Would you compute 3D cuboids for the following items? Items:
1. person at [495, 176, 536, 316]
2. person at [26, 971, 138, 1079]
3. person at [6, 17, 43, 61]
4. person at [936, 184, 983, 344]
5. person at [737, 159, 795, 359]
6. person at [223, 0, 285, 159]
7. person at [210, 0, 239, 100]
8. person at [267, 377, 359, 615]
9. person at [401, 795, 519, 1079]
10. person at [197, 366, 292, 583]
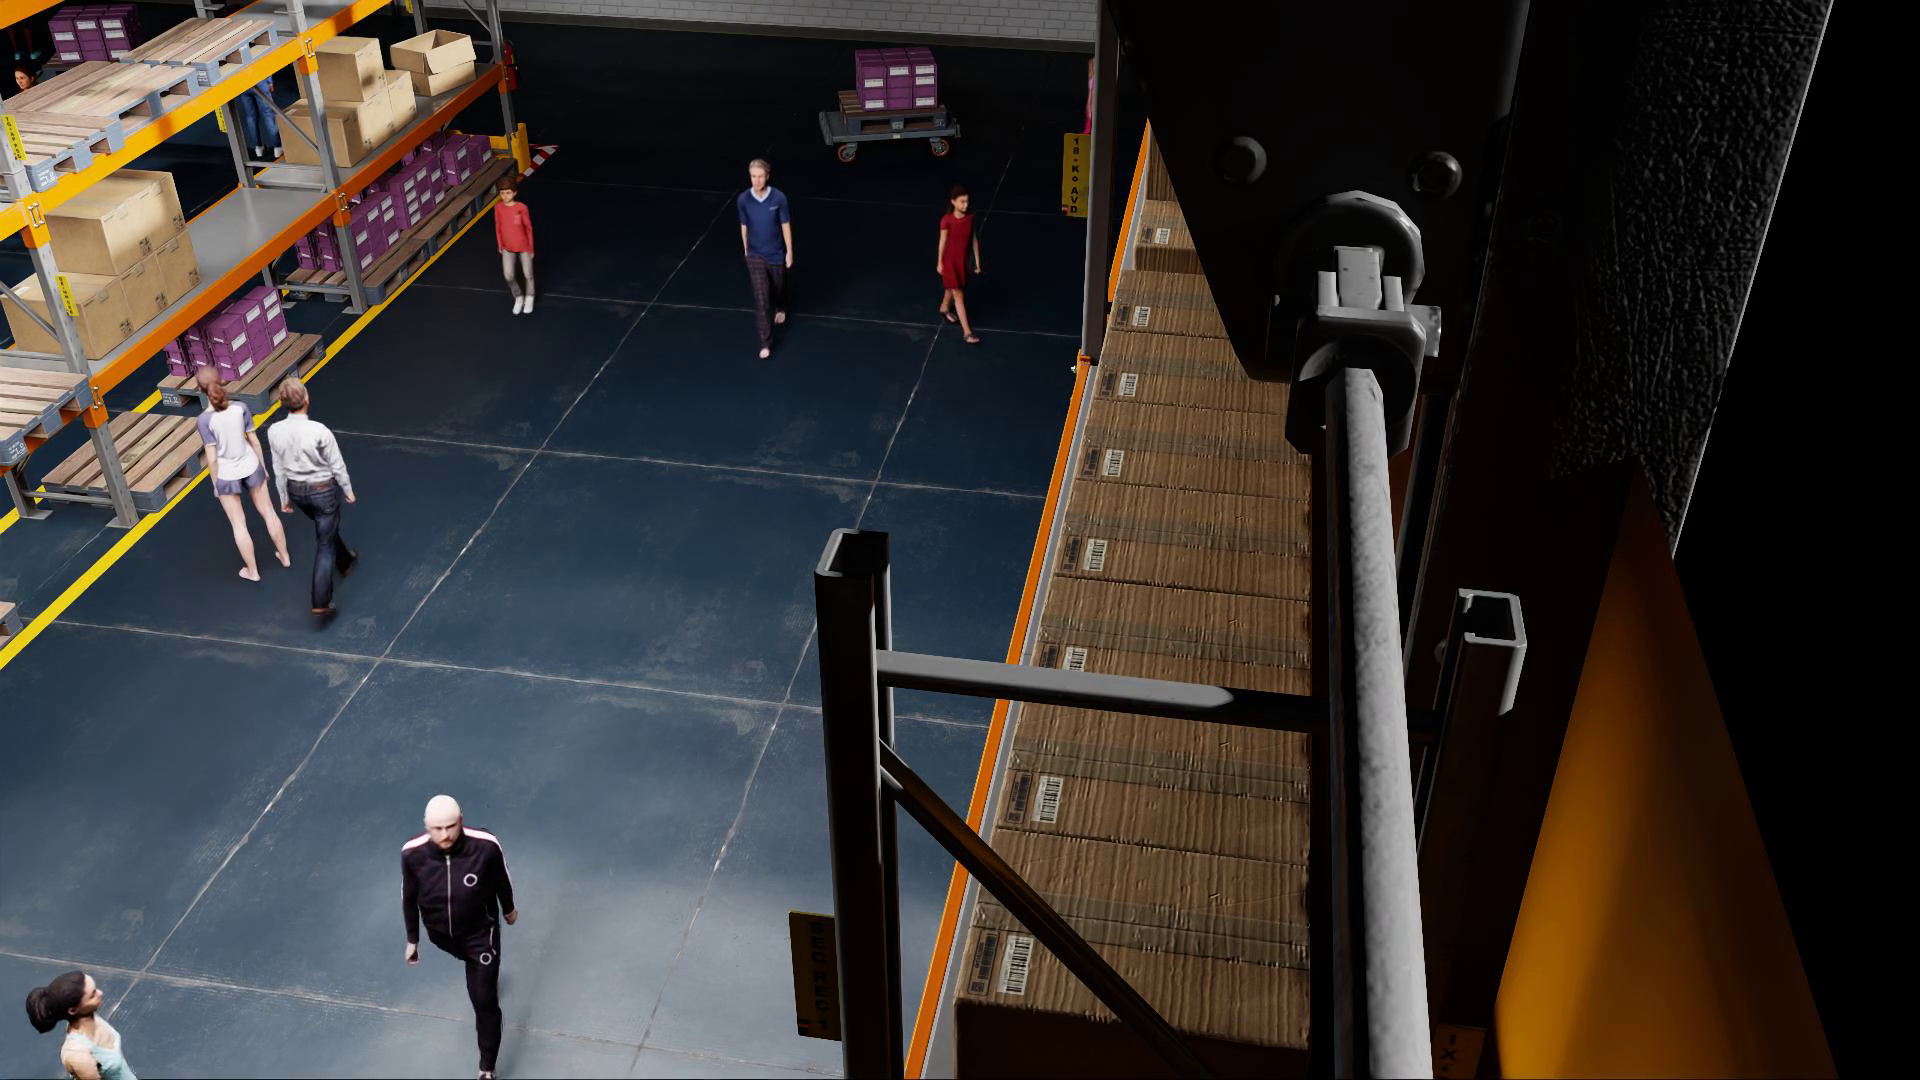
[{"bbox_3d":[-4.371,-2.941,16.457,0.564,1.411,0.554,1,34,2],"label":"person"},{"bbox_3d":[-3.928,2.685,7.683,0.941,1.754,0.967,-11,35,-17],"label":"person"},{"bbox_3d":[-13.236,-7.568,23.136,0.617,1.724,0.618,-2,34,-3],"label":"person"},{"bbox_3d":[-0.070,-2.712,16.026,0.991,1.507,1.079,-20,38,-27],"label":"person"},{"bbox_3d":[-1.812,-2.721,15.747,0.818,1.831,1.241,-1,34,-1],"label":"person"},{"bbox_3d":[-8.478,-5.494,19.944,0.666,1.803,0.548,7,34,10],"label":"person"},{"bbox_3d":[-9.708,-6.684,21.731,0.594,1.807,0.487,7,34,10],"label":"person"},{"bbox_3d":[-4.735,-0.289,12.135,0.729,1.779,1.192,3,34,5],"label":"person"},{"bbox_3d":[-2.588,1.968,8.738,0.858,1.780,1.323,-1,34,-1],"label":"person"},{"bbox_3d":[-5.415,-0.500,12.465,0.734,1.765,0.644,29,43,36],"label":"person"}]
